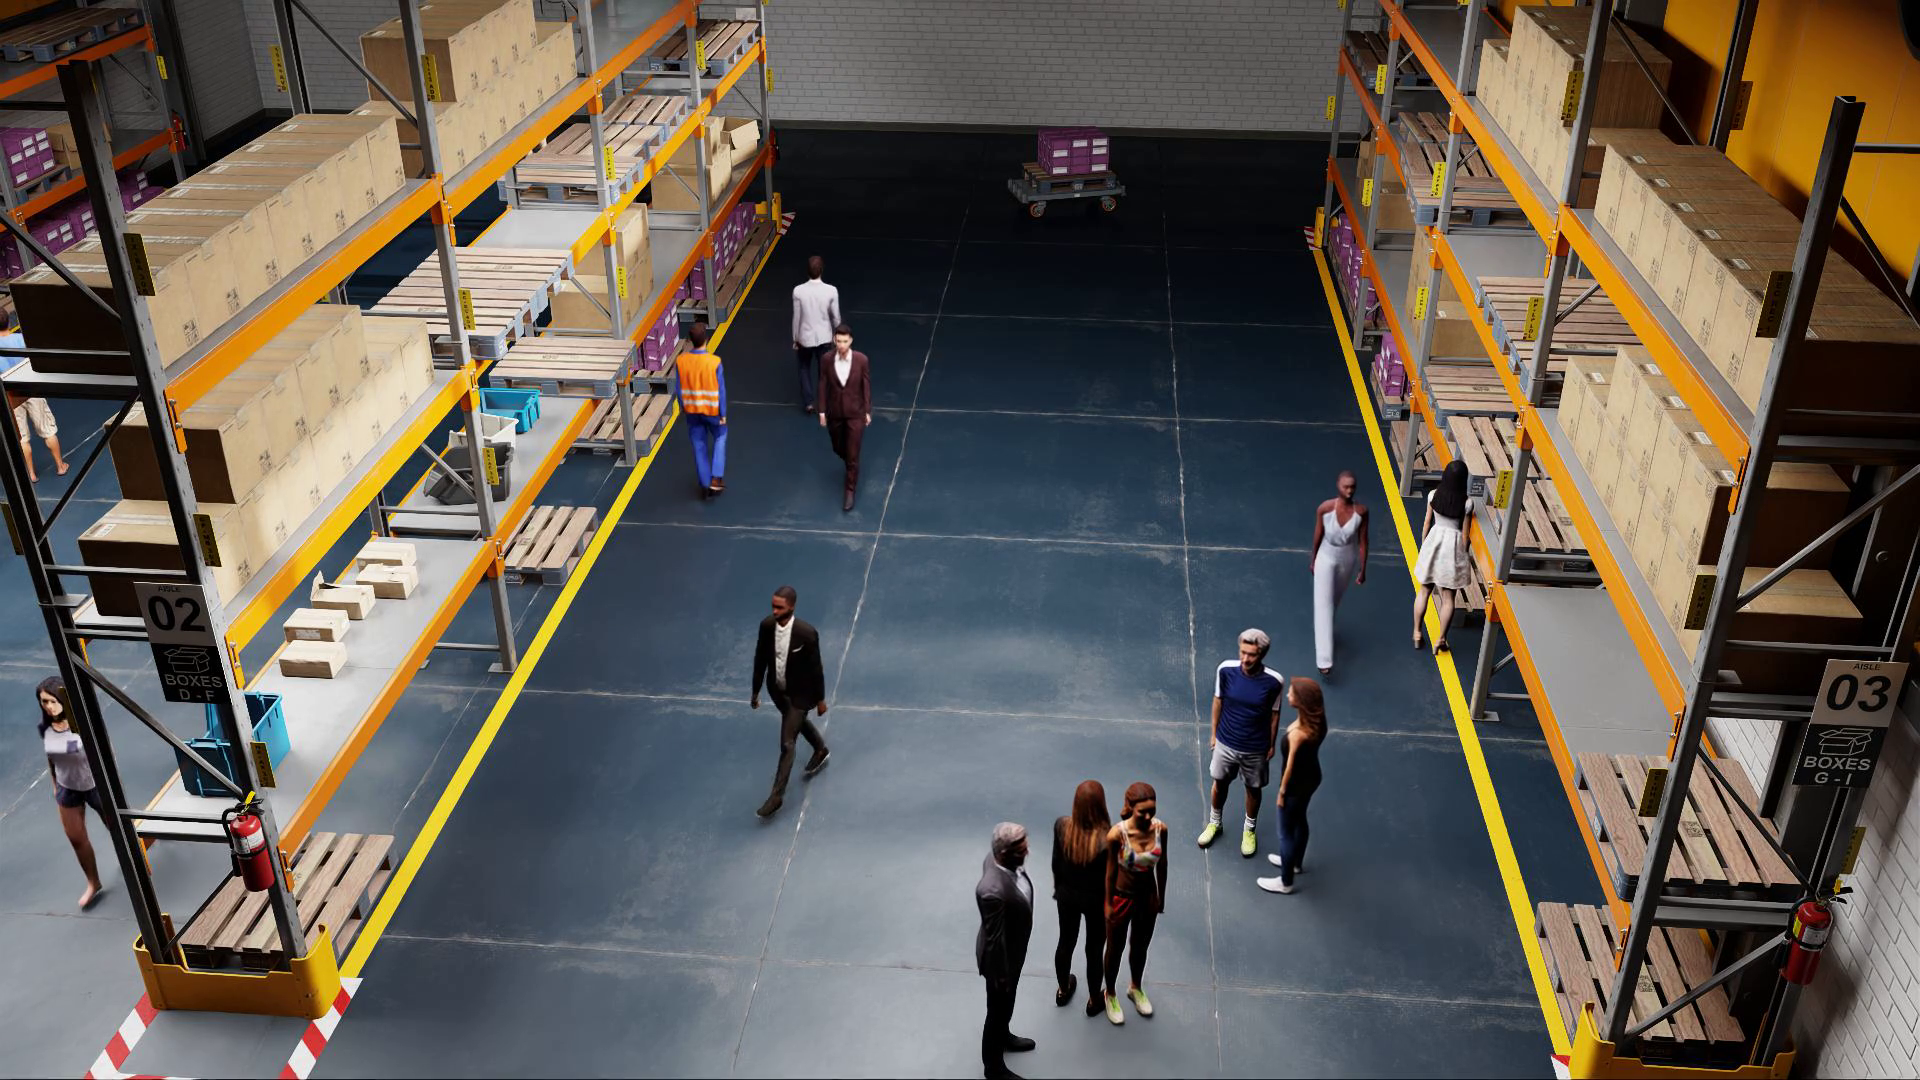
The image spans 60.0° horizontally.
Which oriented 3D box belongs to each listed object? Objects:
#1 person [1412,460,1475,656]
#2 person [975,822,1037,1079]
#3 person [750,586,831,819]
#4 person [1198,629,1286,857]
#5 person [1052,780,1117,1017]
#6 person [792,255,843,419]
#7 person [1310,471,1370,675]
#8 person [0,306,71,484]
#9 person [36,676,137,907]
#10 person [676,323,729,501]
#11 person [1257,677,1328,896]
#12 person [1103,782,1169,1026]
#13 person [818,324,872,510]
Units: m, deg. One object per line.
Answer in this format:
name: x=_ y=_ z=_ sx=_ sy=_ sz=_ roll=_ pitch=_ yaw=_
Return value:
person: x=4.108 y=0.142 z=14.121 sx=0.776 sy=1.769 sz=0.800 roll=19 pitch=34 yaw=30
person: x=0.267 y=2.423 z=9.870 sx=0.773 sy=1.836 sz=0.541 roll=4 pitch=29 yaw=7
person: x=-1.205 y=1.111 z=12.366 sx=1.043 sy=1.748 sz=1.301 roll=16 pitch=32 yaw=27
person: x=2.004 y=1.398 z=11.746 sx=0.691 sy=1.838 sz=0.648 roll=11 pitch=30 yaw=19
person: x=0.766 y=2.227 z=10.358 sx=0.678 sy=1.713 sz=0.669 roll=16 pitch=32 yaw=27
person: x=-1.592 y=-2.197 z=18.339 sx=0.769 sy=1.837 sz=0.700 roll=-4 pitch=29 yaw=-6
person: x=3.168 y=0.190 z=14.081 sx=0.630 sy=1.723 sz=1.131 roll=1 pitch=29 yaw=2
person: x=-9.607 y=-1.499 z=17.030 sx=0.738 sy=1.864 sz=0.785 roll=-19 pitch=34 yaw=-31
person: x=-5.988 y=1.643 z=11.454 sx=0.585 sy=1.687 sz=0.950 roll=3 pitch=29 yaw=5
person: x=-2.577 y=-1.243 z=16.577 sx=0.695 sy=1.849 sz=0.668 roll=2 pitch=29 yaw=3
person: x=2.325 y=1.662 z=11.384 sx=0.720 sy=1.721 sz=0.620 roll=16 pitch=32 yaw=27
person: x=1.056 y=2.220 z=10.293 sx=0.623 sy=1.786 sz=0.631 roll=-7 pitch=29 yaw=-12
person: x=-1.142 y=-1.304 z=16.698 sx=0.686 sy=1.840 sz=1.132 roll=3 pitch=29 yaw=6
